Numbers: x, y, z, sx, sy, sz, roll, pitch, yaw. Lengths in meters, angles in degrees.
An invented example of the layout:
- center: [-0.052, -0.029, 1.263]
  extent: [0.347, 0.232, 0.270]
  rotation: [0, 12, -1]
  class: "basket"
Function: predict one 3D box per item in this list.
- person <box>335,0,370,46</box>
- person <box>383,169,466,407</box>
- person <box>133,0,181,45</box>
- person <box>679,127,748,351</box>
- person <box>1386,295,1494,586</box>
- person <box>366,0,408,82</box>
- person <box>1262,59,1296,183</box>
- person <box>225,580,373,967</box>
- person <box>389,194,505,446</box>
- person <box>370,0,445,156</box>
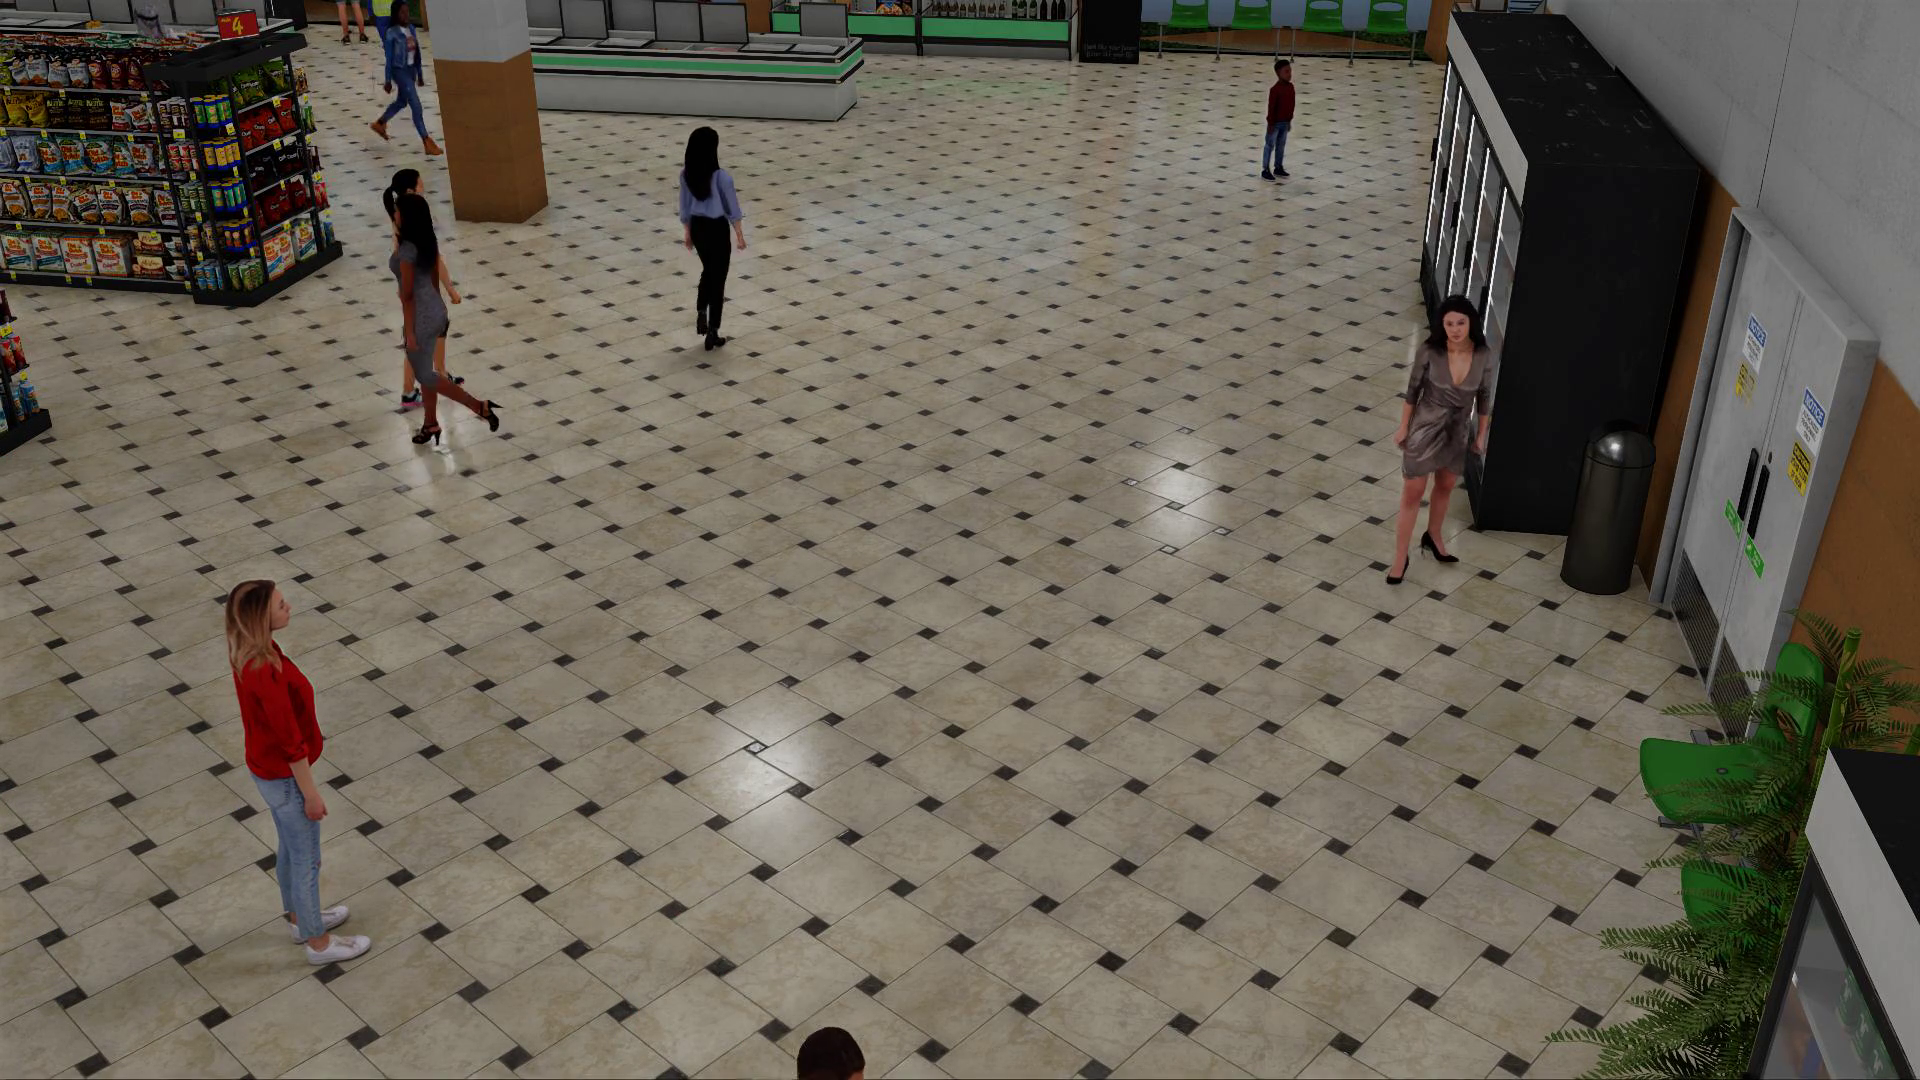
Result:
- center: [-9.085, -8.277, 24.516]
  extent: [0.704, 1.847, 0.812]
  rotation: [-12, 29, -22]
  class: "person"
- center: [-3.920, -1.744, 11.791]
  extent: [0.852, 1.704, 0.816]
  rotation: [-22, 34, -37]
  class: "person"
- center: [-8.010, -4.477, 16.948]
  extent: [0.976, 1.915, 0.871]
  rotation: [17, 31, 29]
  class: "person"
- center: [-1.967, -2.287, 12.830]
  extent: [0.632, 1.734, 0.782]
  rotation: [12, 29, 23]
  class: "person"
- center: [2.756, -0.604, 9.521]
  extent: [0.734, 1.724, 0.821]
  rotation: [-3, 27, -5]
  class: "person"
- center: [-7.538, -6.931, 21.909]
  extent: [0.790, 1.804, 0.867]
  rotation: [-10, 29, -19]
  class: "person"
- center: [3.380, -4.461, 17.648]
  extent: [0.577, 1.254, 0.631]
  rotation: [-20, 33, -33]
  class: "person"
- center: [-2.651, 0.918, 6.541]
  extent: [0.736, 1.705, 0.668]
  rotation: [-19, 32, -32]
  class: "person"
- center: [-3.473, -1.410, 11.070]
  extent: [0.936, 1.762, 0.578]
  rotation: [5, 27, 9]
  class: "person"
- center: [-6.257, -5.127, 18.506]
  extent: [1.246, 1.665, 0.743]
  rotation: [7, 28, 13]
  class: "person"
